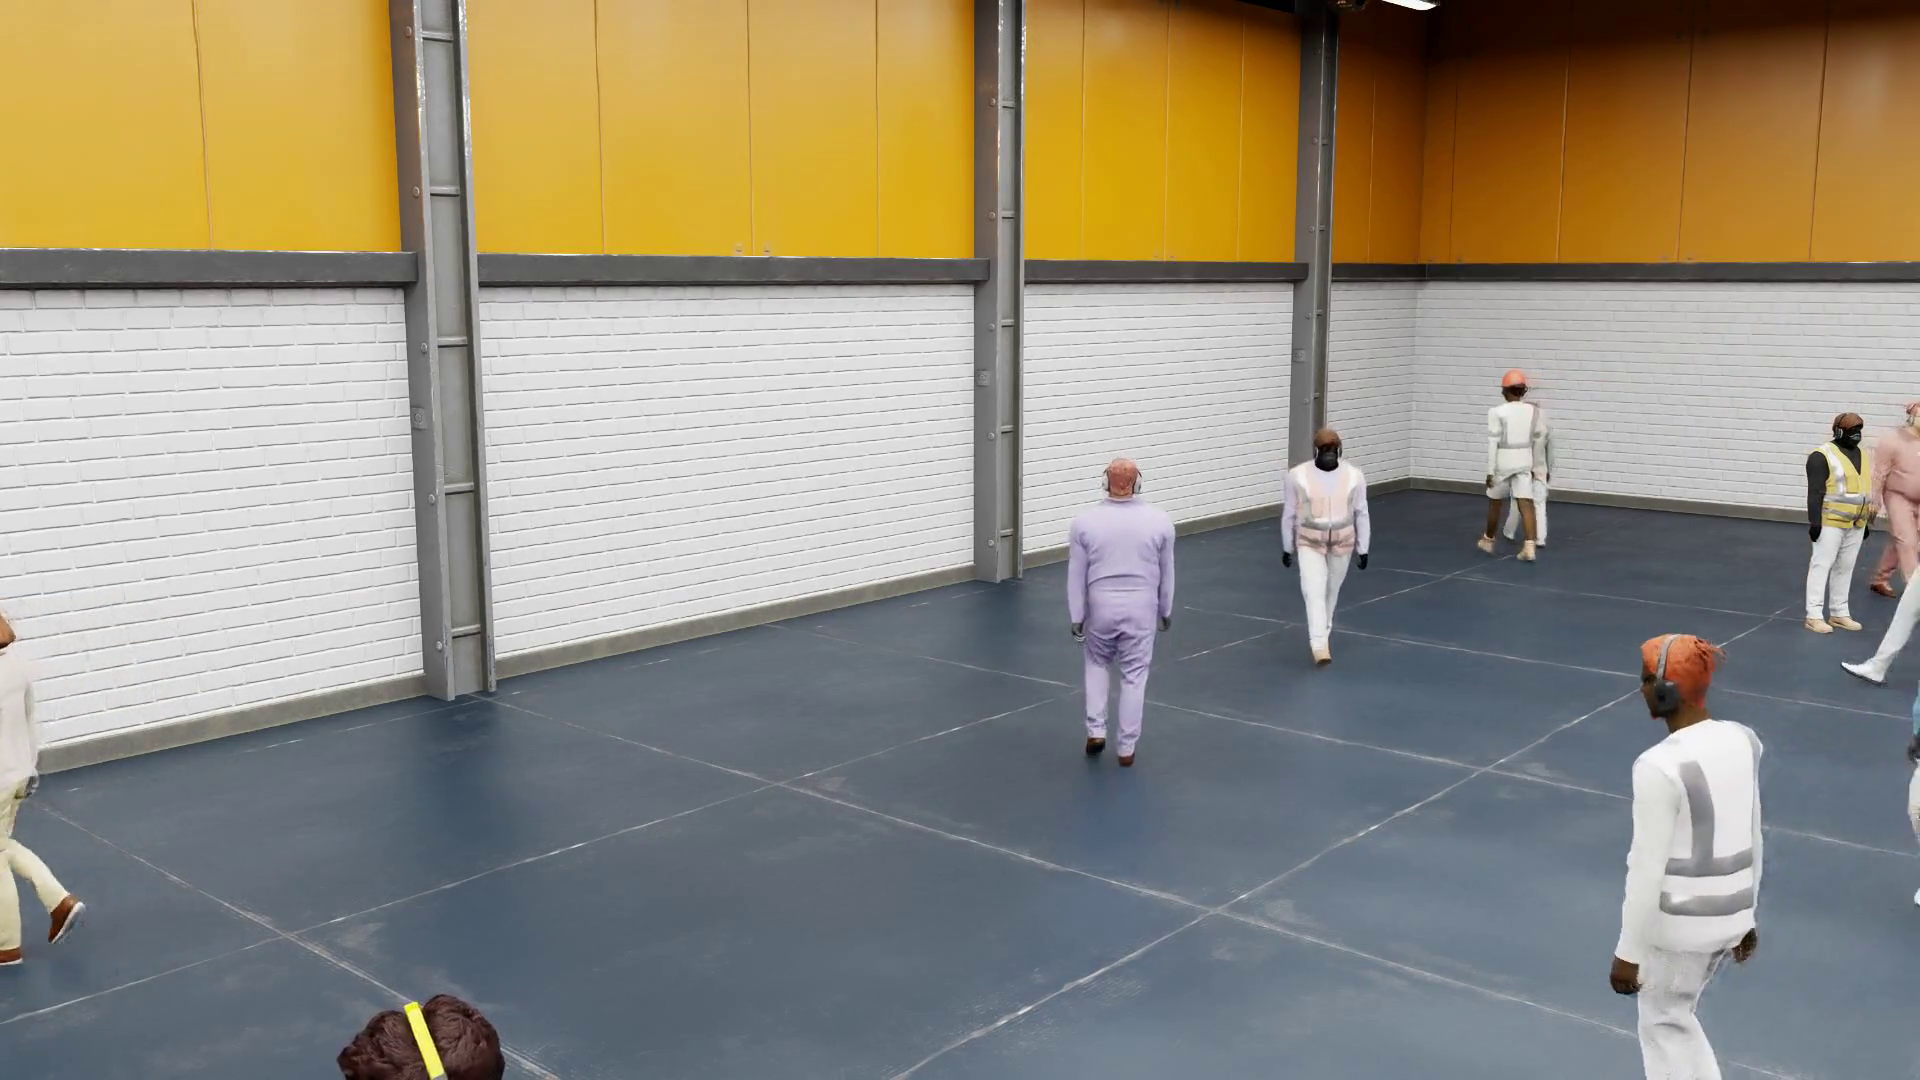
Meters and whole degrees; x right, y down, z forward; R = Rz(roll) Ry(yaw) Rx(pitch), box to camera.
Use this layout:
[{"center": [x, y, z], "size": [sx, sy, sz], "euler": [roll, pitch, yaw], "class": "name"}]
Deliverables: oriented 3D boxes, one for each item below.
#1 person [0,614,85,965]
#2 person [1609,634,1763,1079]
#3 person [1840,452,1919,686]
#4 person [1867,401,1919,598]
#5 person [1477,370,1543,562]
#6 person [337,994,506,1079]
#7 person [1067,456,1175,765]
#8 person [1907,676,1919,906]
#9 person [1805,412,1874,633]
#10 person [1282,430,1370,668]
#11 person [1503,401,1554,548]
[{"center": [-4.097, 1.041, 7.111], "size": [0.411, 1.618, 0.517], "euler": [0, 9, -2], "class": "person"}, {"center": [2.298, 1.215, 5.263], "size": [0.602, 1.875, 0.360], "euler": [-7, 11, -37], "class": "person"}, {"center": [6.843, 0.165, 11.796], "size": [0.943, 1.880, 0.617], "euler": [0, 9, 3], "class": "person"}, {"center": [8.608, -0.332, 15.048], "size": [0.664, 1.851, 1.036], "euler": [-2, 9, -11], "class": "person"}, {"center": [5.808, -0.785, 17.473], "size": [0.634, 1.992, 1.052], "euler": [-1, 9, -6], "class": "person"}, {"center": [-0.805, 1.625, 2.712], "size": [0.328, 1.865, 0.521], "euler": [-4, 10, -25], "class": "person"}, {"center": [0.984, 0.428, 10.166], "size": [0.647, 1.889, 0.504], "euler": [1, 9, 6], "class": "person"}, {"center": [4.615, 0.961, 7.600], "size": [0.360, 1.623, 0.538], "euler": [-6, 11, -35], "class": "person"}, {"center": [7.359, -0.146, 13.897], "size": [0.634, 1.842, 0.429], "euler": [-3, 10, -20], "class": "person"}, {"center": [2.817, 0.060, 12.754], "size": [0.650, 1.789, 0.944], "euler": [0, 9, 1], "class": "person"}, {"center": [6.292, -0.731, 18.361], "size": [0.543, 1.588, 0.876], "euler": [0, 9, 0], "class": "person"}]
